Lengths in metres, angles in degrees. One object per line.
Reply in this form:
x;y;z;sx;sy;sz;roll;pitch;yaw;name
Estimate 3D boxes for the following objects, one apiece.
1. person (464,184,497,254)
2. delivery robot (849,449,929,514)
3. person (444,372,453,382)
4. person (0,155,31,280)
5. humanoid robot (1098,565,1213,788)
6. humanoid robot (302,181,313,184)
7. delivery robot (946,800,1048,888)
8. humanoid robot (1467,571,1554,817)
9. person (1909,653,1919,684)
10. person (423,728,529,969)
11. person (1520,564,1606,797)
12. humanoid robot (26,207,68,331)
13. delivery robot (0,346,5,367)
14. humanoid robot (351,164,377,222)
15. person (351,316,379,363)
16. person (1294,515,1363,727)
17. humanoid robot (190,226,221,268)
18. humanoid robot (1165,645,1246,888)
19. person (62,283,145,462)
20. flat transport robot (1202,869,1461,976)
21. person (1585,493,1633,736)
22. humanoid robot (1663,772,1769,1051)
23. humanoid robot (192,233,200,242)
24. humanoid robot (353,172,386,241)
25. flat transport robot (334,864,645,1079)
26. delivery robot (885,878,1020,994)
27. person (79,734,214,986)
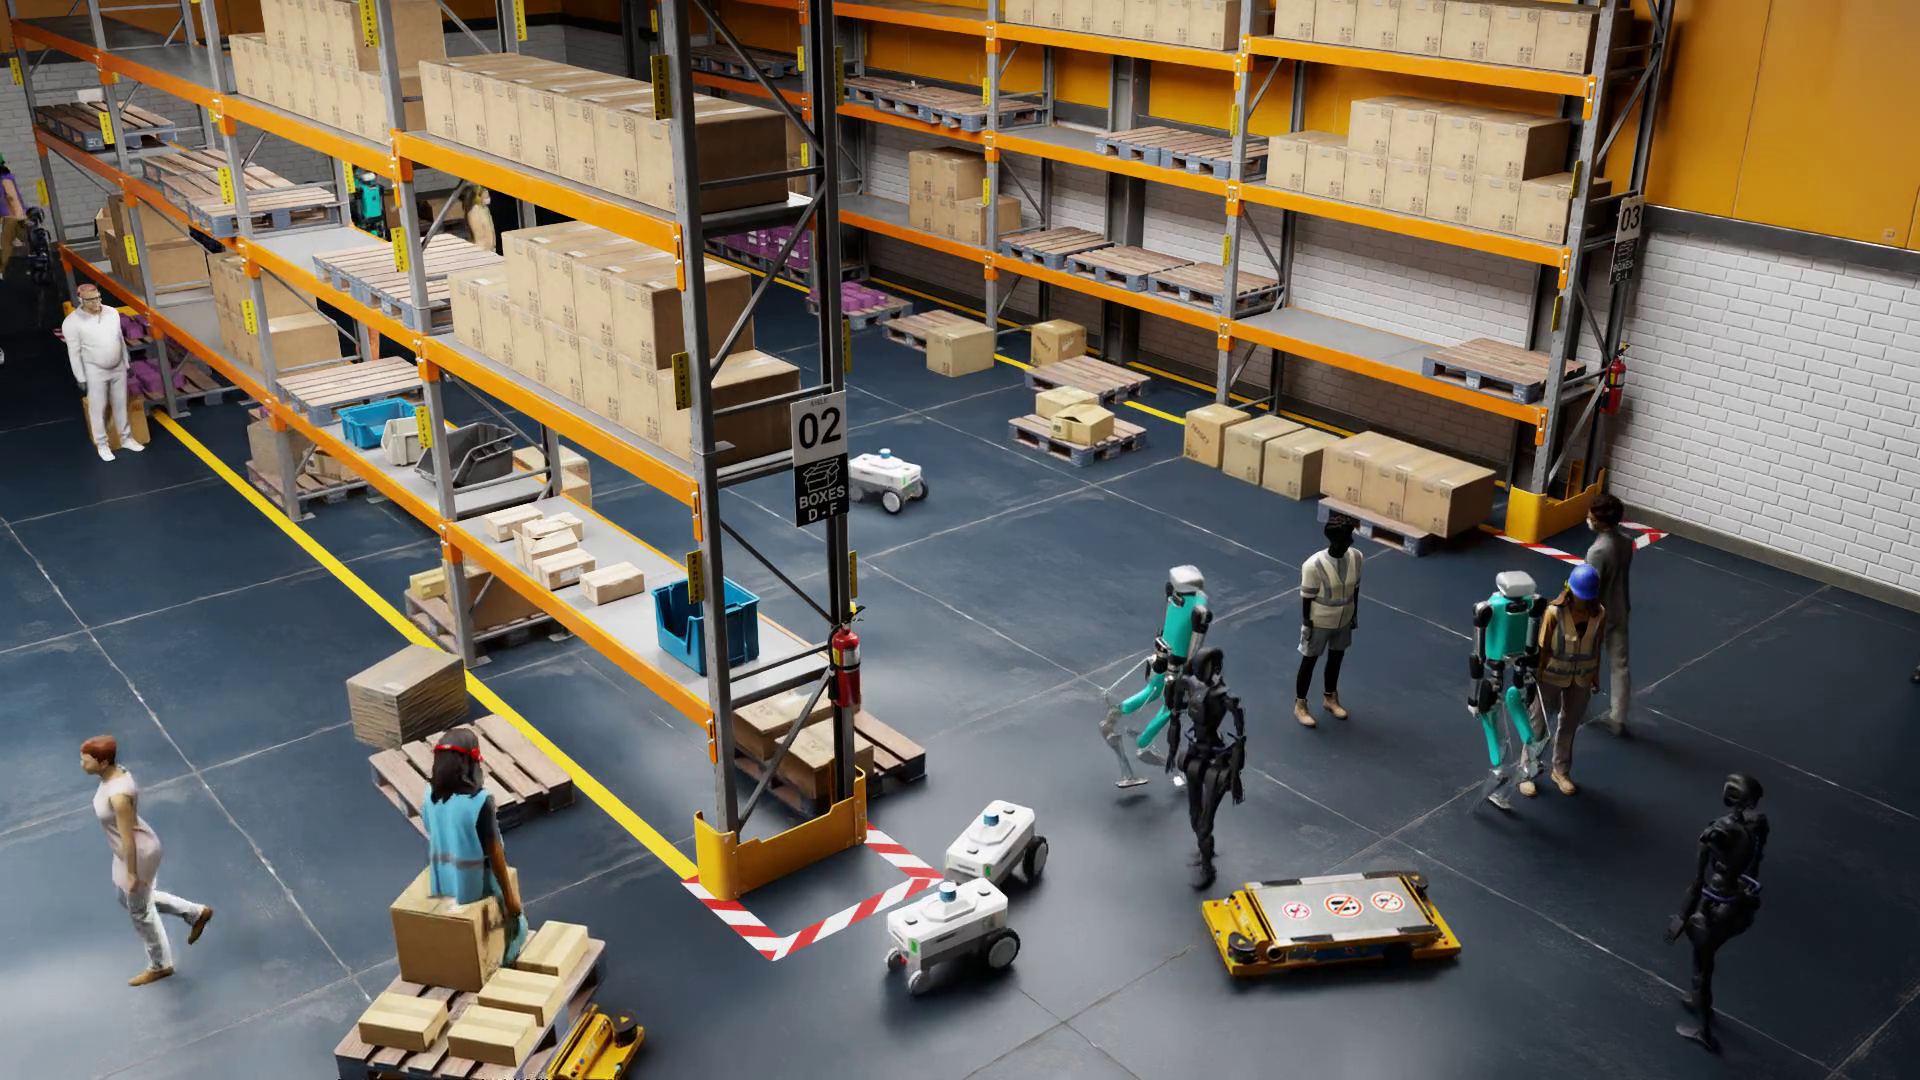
-6.487;-3.937;22.752;0.467;1.863;0.581;3;24;7;person
-0.727;-0.603;16.702;0.809;0.612;0.499;14;27;30;delivery robot
-6.366;-2.793;20.278;0.563;1.721;0.485;-12;26;-26;person
-14.286;-4.841;24.824;0.987;1.879;0.566;-18;29;-36;person
1.310;1.019;11.412;0.919;1.745;0.561;-7;24;-16;humanoid robot
-9.181;-4.348;23.957;0.403;1.640;0.602;-1;23;-3;humanoid robot
0.209;1.995;10.680;0.499;0.607;0.808;12;26;25;delivery robot
3.744;1.141;11.202;0.537;1.840;0.655;-7;24;-17;humanoid robot
7.818;0.263;12.950;0.548;1.927;0.390;14;27;29;person
-2.671;1.919;9.216;0.586;1.843;0.459;11;26;24;person
4.197;0.971;11.500;0.479;1.768;0.331;-2;23;-4;person
-12.283;-3.653;22.344;0.600;1.639;0.622;18;29;36;humanoid robot
-12.290;-2.325;20.690;0.499;0.614;0.808;-4;24;-10;delivery robot
-10.165;-6.161;28.102;0.532;1.802;0.802;-1;23;-2;humanoid robot
-7.175;-2.726;20.078;0.497;1.759;0.332;14;27;29;person
2.768;0.593;12.475;0.535;1.693;0.319;-11;26;-23;person
-10.550;-4.037;23.235;0.563;1.636;0.586;1;23;3;humanoid robot
1.561;1.409;10.605;0.609;1.642;0.358;20;31;39;humanoid robot
-9.134;-1.807;17.765;0.406;1.905;0.651;12;26;27;person
2.269;2.346;10.210;1.431;0.231;0.659;-3;24;-8;flat transport robot
4.751;0.500;12.471;0.589;1.852;0.939;-12;26;-26;person
4.169;2.031;9.167;0.609;1.653;0.406;-12;26;-26;humanoid robot
-11.716;-5.046;25.565;0.597;1.656;0.374;12;26;25;humanoid robot
-8.705;-4.440;24.138;0.820;1.814;0.568;12;26;25;humanoid robot
-2.541;2.788;9.188;1.431;0.231;0.659;5;24;12;flat transport robot
-0.064;2.311;9.920;0.785;0.585;0.499;-15;27;-30;delivery robot
-4.739;1.824;9.684;0.453;1.646;0.448;-15;28;-31;person
